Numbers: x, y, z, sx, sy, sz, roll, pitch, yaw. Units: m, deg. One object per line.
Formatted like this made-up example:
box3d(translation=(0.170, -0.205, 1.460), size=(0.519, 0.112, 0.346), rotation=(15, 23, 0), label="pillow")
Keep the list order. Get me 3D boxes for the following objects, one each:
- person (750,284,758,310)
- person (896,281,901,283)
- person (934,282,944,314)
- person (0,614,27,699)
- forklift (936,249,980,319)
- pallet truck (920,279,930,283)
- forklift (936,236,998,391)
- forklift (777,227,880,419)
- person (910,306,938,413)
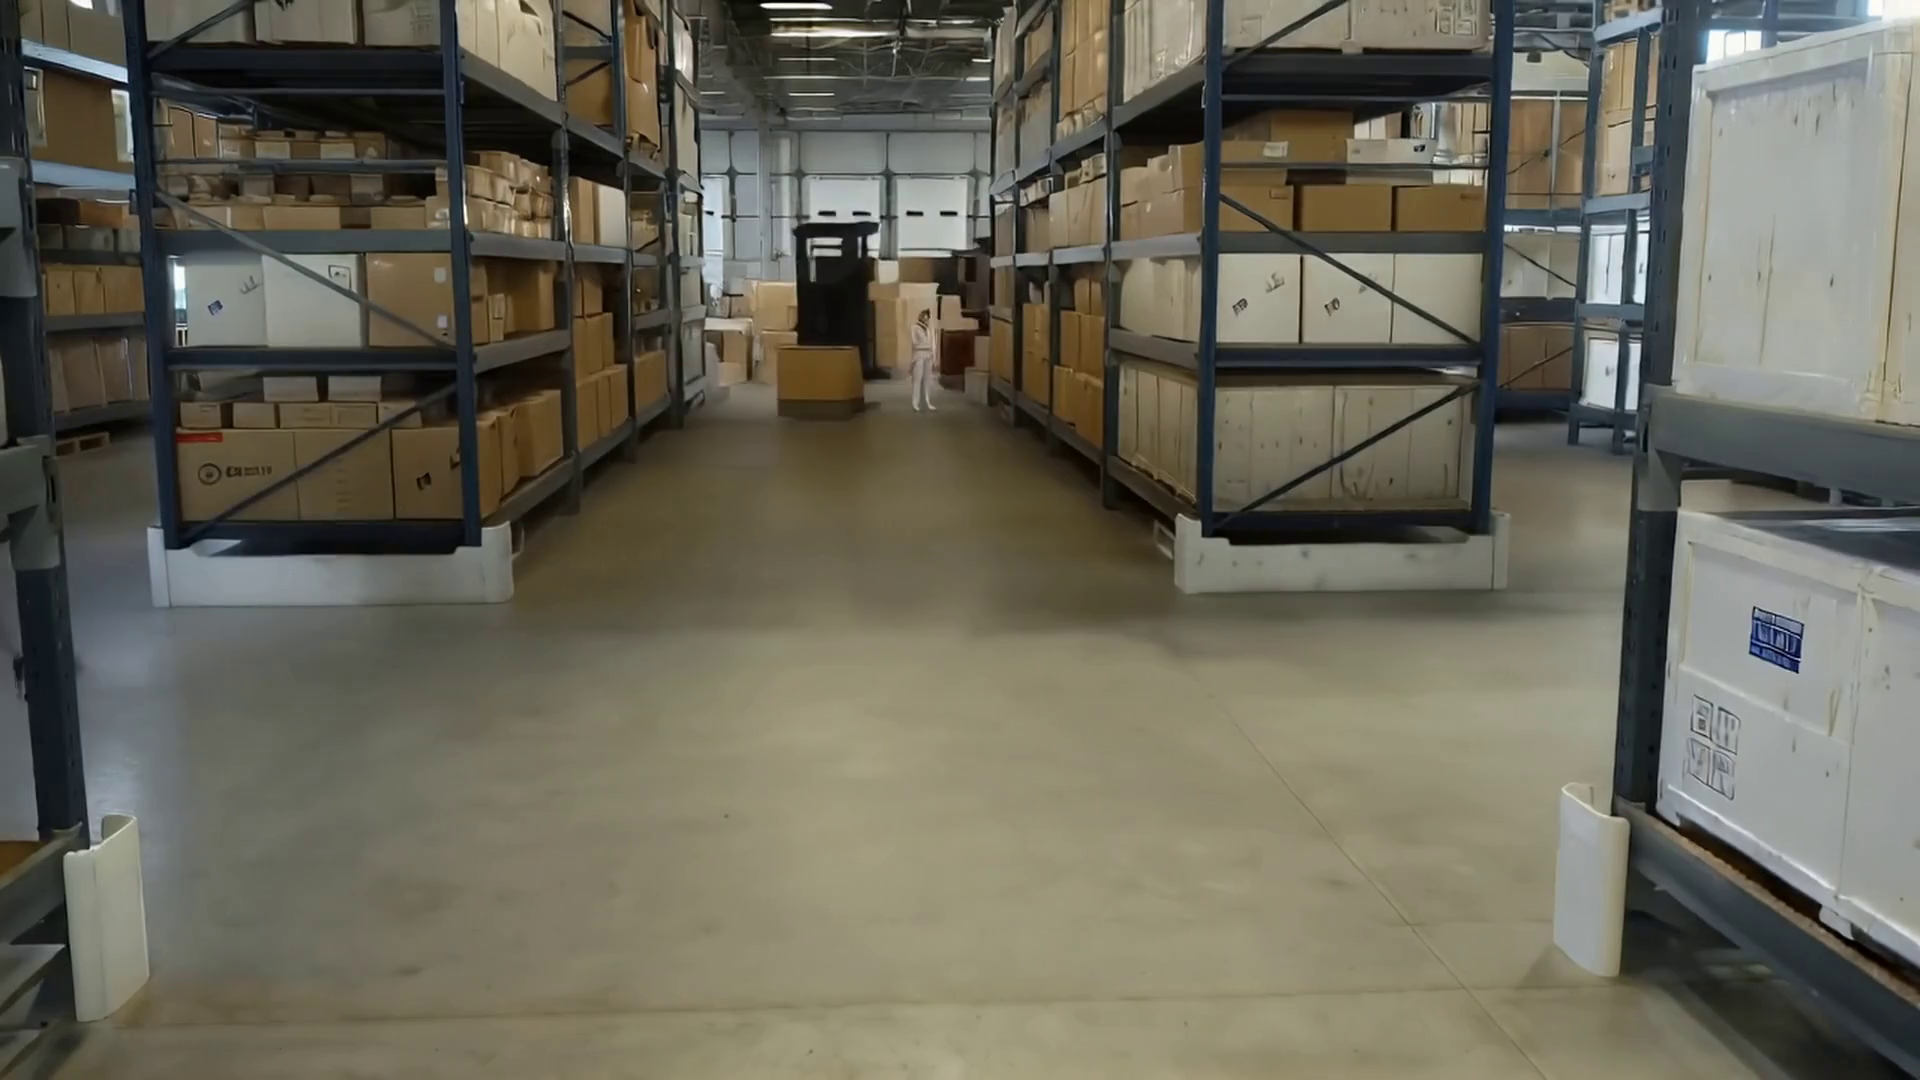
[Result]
box3d(translation=(-5.366, -5.724, 43.361), size=(0.980, 1.905, 0.644), rotation=(1, 9, 4), label="person")
box3d(translation=(-1.896, -7.156, 52.242), size=(0.634, 1.932, 0.365), rotation=(0, 9, 2), label="person")
box3d(translation=(-0.716, -6.792, 49.996), size=(0.557, 1.924, 0.495), rotation=(-4, 10, -24), label="person")
box3d(translation=(-4.869, -0.075, 7.934), size=(0.715, 1.886, 0.649), rotation=(0, 9, -1), label="person")
box3d(translation=(0.202, -6.630, 45.958), size=(1.129, 2.768, 1.873), rotation=(5, 10, 29), label="forklift")
box3d(translation=(-0.932, -8.922, 63.114), size=(1.885, 1.965, 0.823), rotation=(2, 9, 13), label="pallet truck")
box3d(translation=(0.558, -4.167, 30.492), size=(1.873, 2.768, 1.129), rotation=(-2, 9, -10), label="forklift")
box3d(translation=(-1.979, -3.260, 24.800), size=(1.129, 2.768, 1.873), rotation=(2, 9, 12), label="forklift")
box3d(translation=(-0.565, -2.796, 25.772), size=(0.513, 1.641, 0.307), rotation=(-9, 12, -43), label="person")
